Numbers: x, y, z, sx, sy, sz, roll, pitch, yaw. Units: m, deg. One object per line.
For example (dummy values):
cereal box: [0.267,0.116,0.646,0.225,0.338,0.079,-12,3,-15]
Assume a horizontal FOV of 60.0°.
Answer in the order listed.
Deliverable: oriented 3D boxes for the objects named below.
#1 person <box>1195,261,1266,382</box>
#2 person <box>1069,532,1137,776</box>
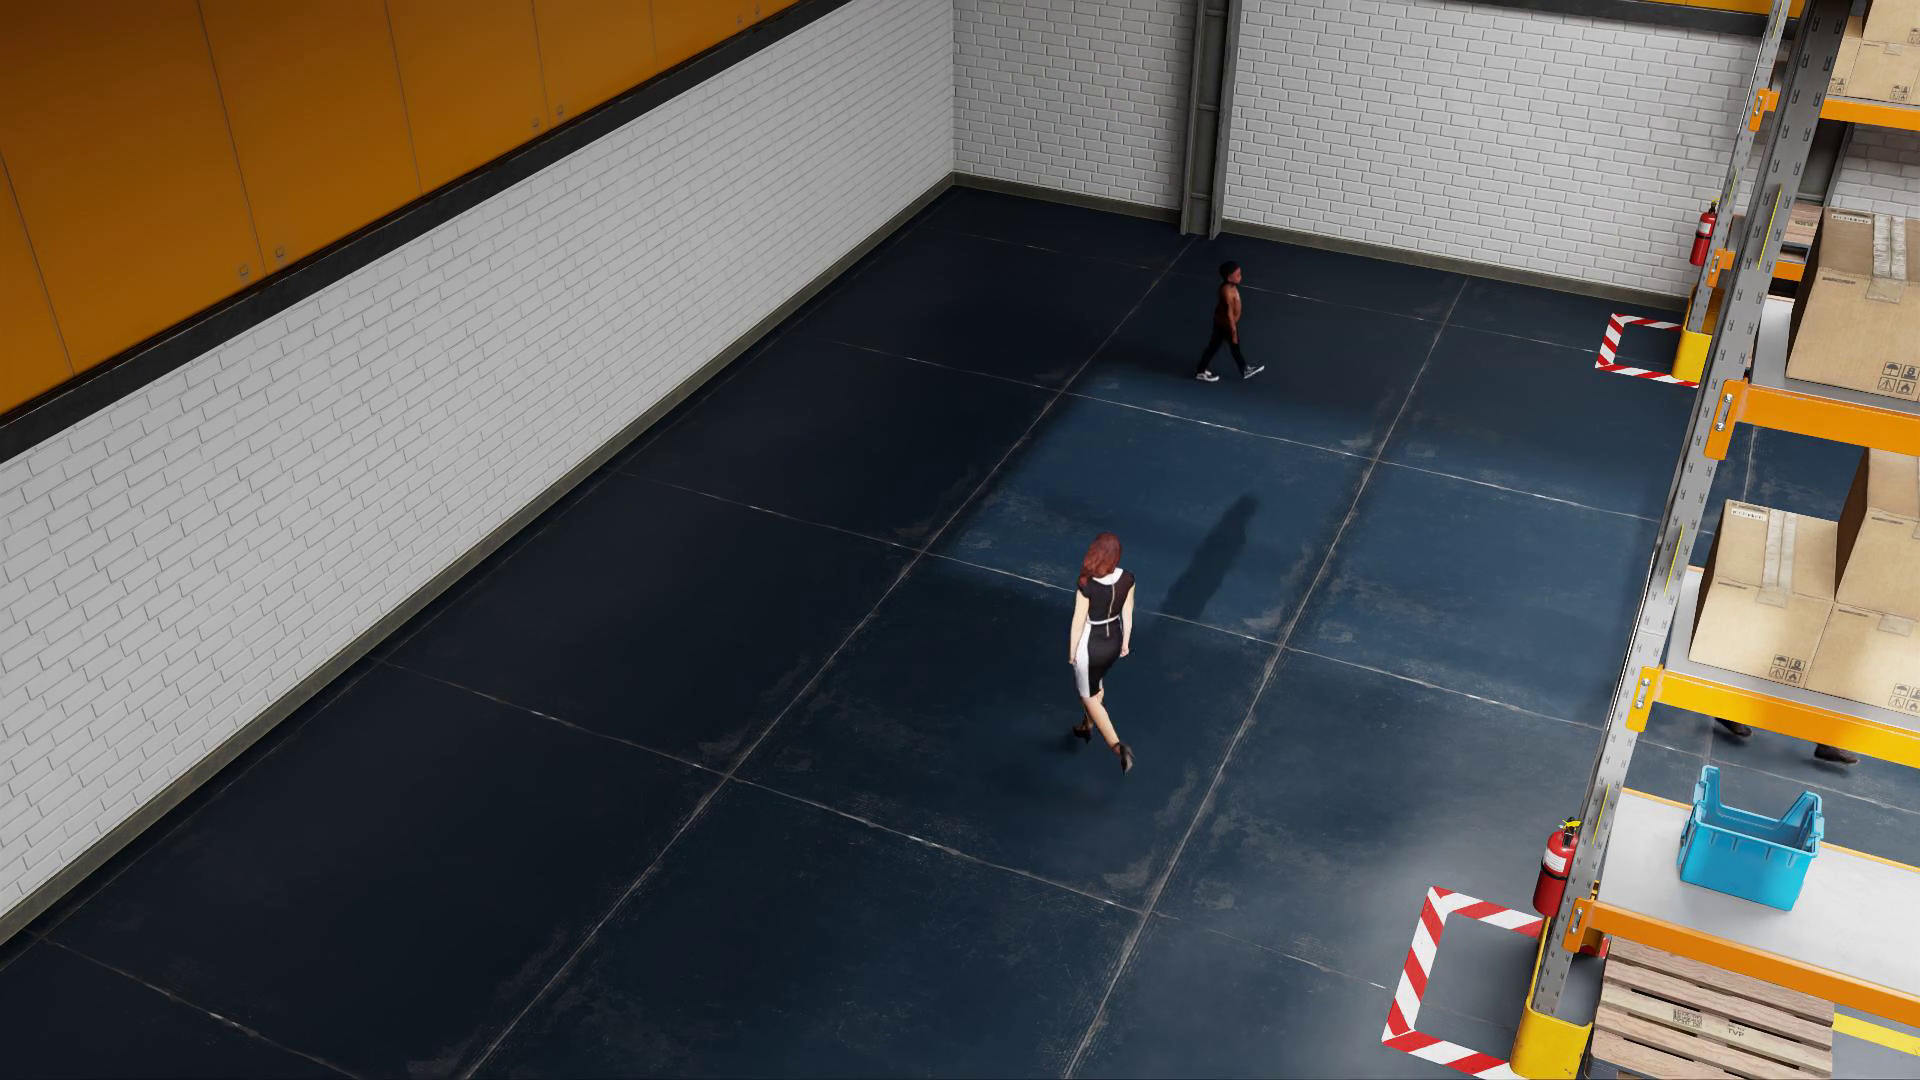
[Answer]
person: [2.415,-2.028,15.607,0.924,1.223,0.682,5,34,8]
person: [0.940,0.775,10.894,0.964,1.773,1.081,-15,36,-21]
